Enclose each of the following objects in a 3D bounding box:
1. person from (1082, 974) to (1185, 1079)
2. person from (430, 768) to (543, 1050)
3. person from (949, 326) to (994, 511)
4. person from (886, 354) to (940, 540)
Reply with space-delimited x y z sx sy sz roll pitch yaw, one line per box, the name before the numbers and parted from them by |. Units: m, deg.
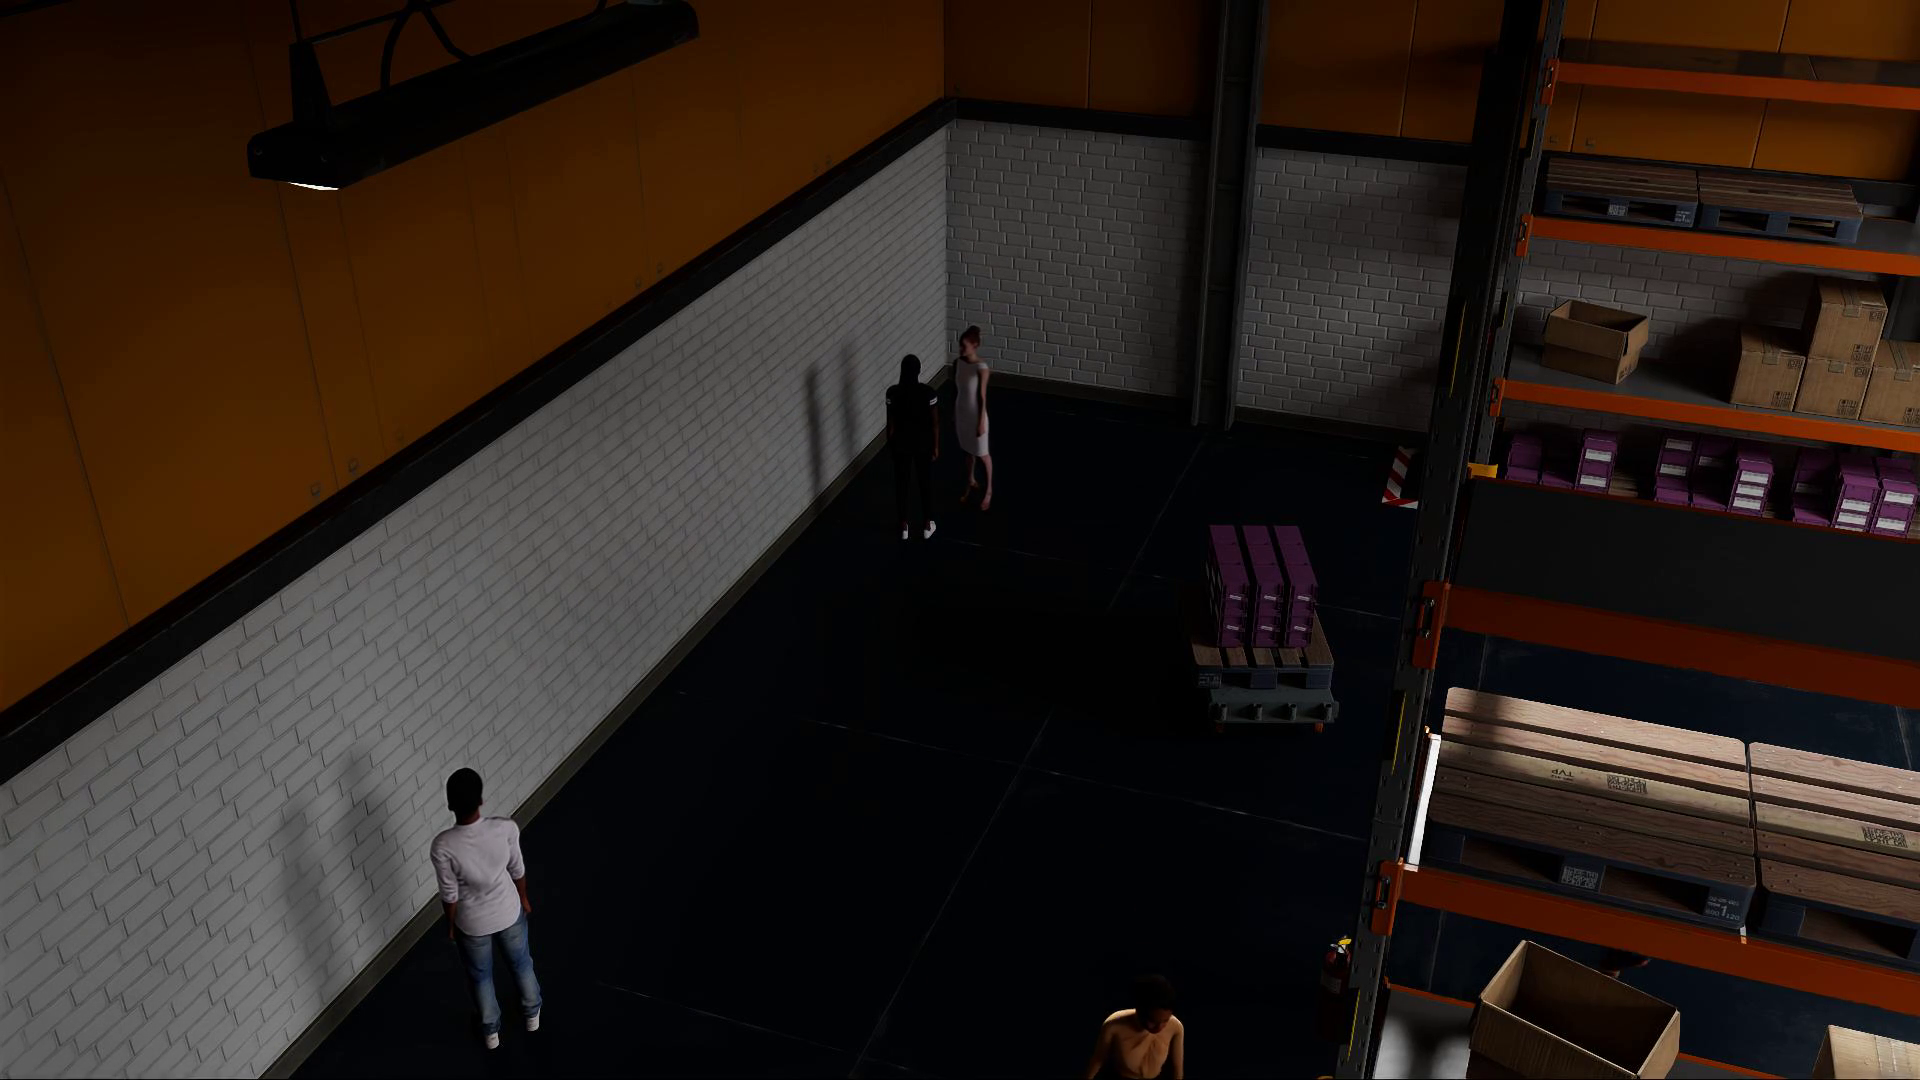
person | 0.852 2.710 8.271 1.026 1.611 0.959 -1 29 -2
person | -2.642 2.048 9.270 0.735 1.816 0.786 -14 32 -24
person | 0.126 -1.099 15.068 0.597 1.788 0.712 24 37 37
person | -0.422 -0.824 14.627 0.610 1.729 0.745 0 29 -1
